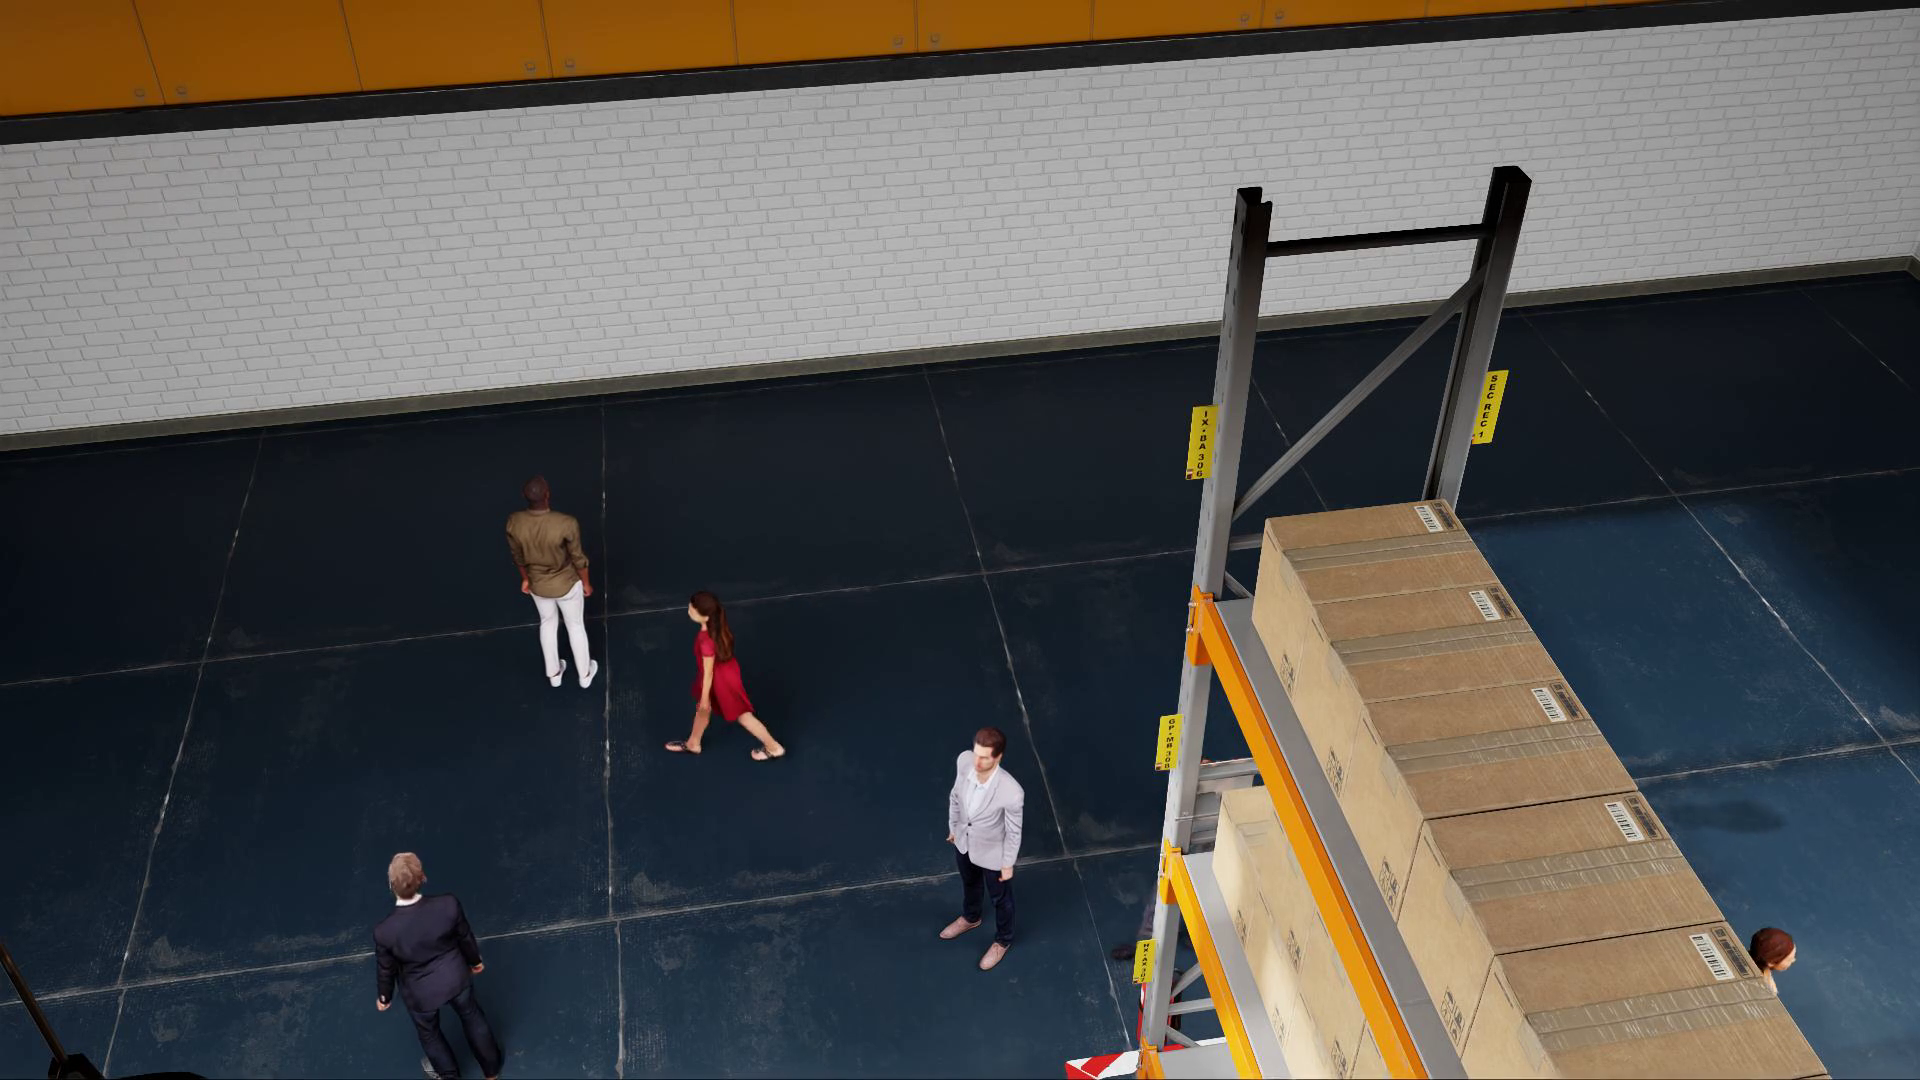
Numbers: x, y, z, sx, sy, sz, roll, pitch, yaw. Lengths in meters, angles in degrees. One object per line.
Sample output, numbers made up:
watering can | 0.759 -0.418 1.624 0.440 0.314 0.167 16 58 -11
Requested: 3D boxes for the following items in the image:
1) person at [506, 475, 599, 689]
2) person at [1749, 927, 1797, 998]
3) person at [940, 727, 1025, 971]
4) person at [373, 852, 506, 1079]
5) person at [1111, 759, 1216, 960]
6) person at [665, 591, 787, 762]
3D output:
person | -2.884 0.316 11.849 0.772 1.817 0.703 5 39 7
person | 3.979 2.665 8.916 0.993 1.806 0.994 16 41 19
person | 0.154 1.802 9.956 0.727 1.857 0.826 31 48 33
person | -2.928 2.412 9.225 0.860 1.815 0.849 -28 47 -31
person | 1.500 1.904 9.919 0.832 1.744 0.969 -15 41 -18
person | -1.551 0.965 11.281 0.757 1.511 1.061 2 39 2
